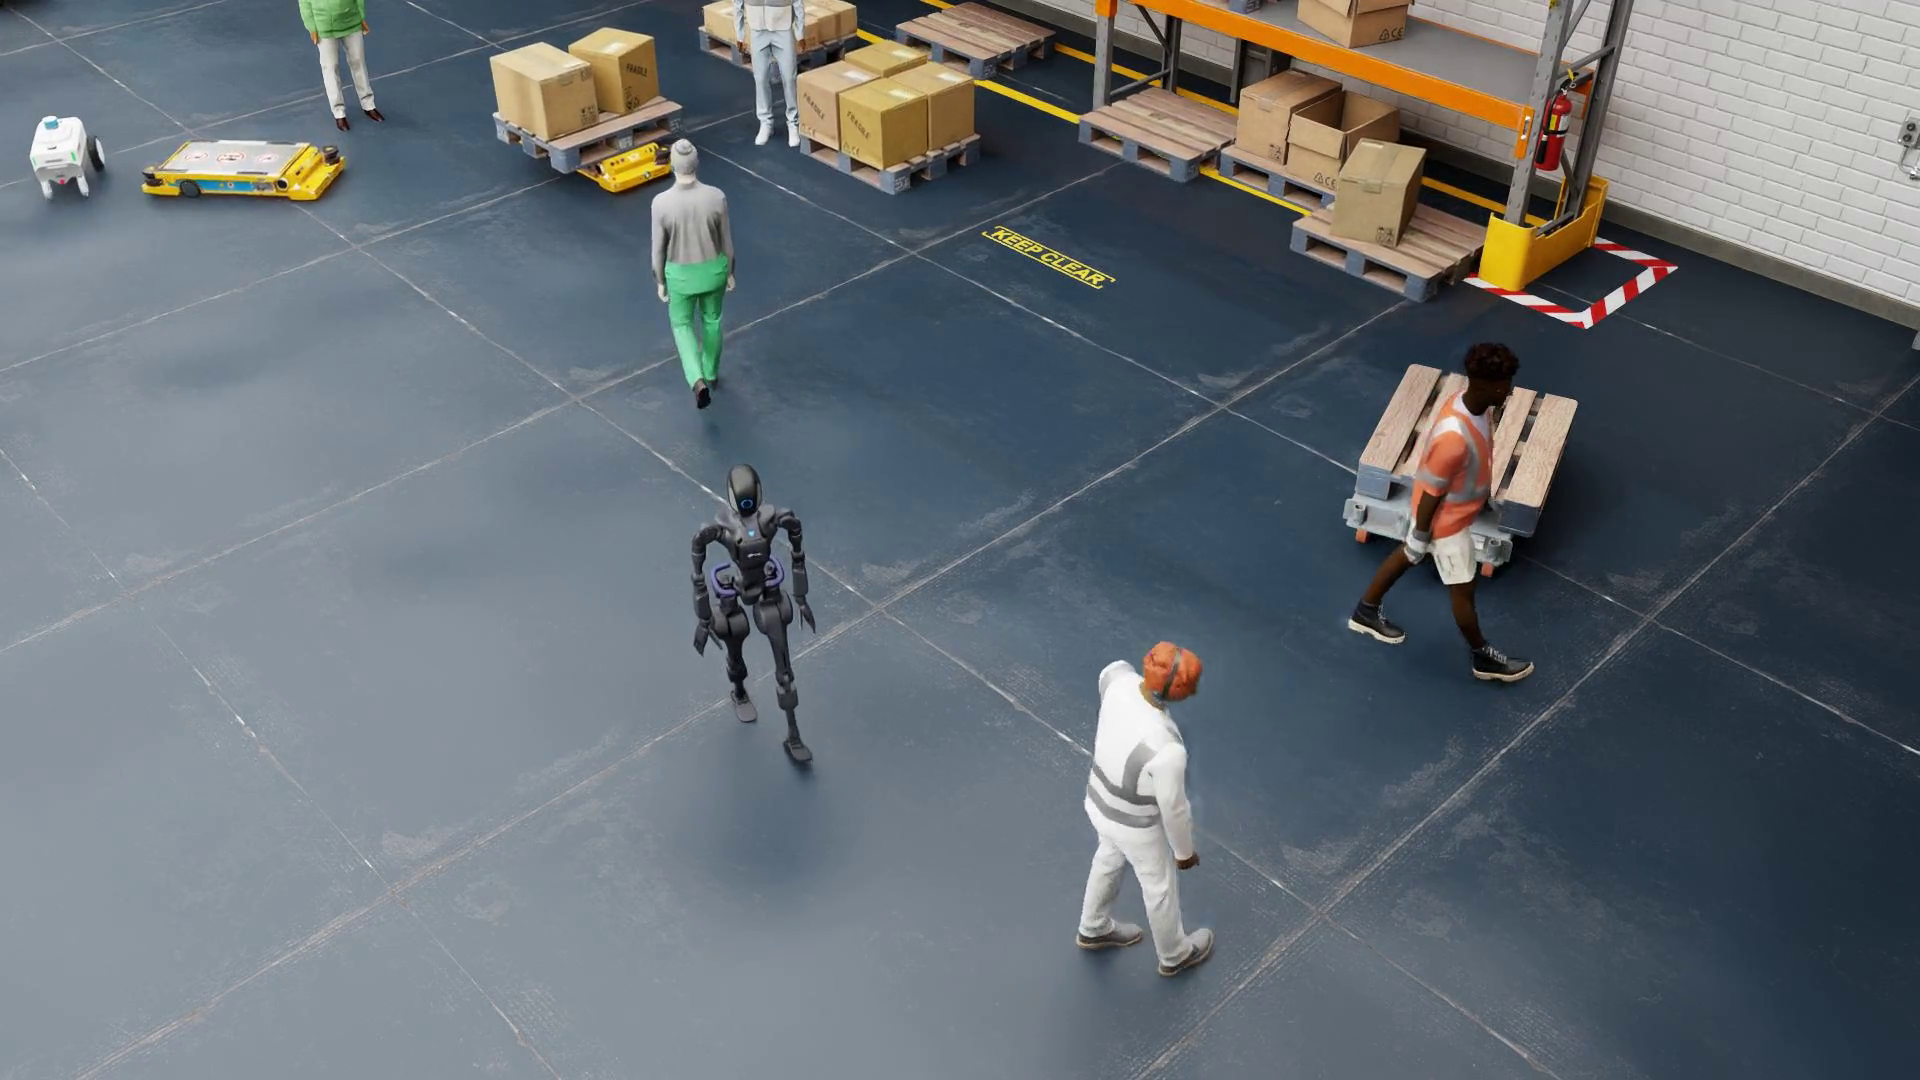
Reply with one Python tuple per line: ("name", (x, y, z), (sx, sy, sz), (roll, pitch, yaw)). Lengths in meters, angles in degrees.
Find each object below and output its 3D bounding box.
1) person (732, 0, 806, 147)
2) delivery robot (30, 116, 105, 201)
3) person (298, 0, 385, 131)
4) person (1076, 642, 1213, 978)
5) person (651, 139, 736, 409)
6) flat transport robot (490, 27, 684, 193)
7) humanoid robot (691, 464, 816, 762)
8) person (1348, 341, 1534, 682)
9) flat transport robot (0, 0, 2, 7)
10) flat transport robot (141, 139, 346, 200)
("person", (-1.570, -4.211, 13.752), (0.598, 1.909, 0.396), (1, 37, 2))
("delivery robot", (-7.265, -3.130, 13.455), (0.499, 0.613, 0.789), (-11, 39, -15))
("person", (-5.285, -4.389, 14.088), (0.540, 1.784, 0.383), (-26, 44, -30))
("person", (0.789, 1.082, 6.786), (0.561, 1.862, 0.584), (-16, 40, -20))
("person", (-1.661, -1.678, 10.467), (0.525, 1.819, 0.673), (-10, 38, -14))
("flat transport robot", (-3.048, -3.284, 13.880), (1.431, 0.231, 0.659), (31, 47, 34))
("humanoid robot", (-0.984, 0.332, 7.941), (0.603, 1.630, 0.701), (-13, 39, -17))
("person", (2.529, -0.156, 8.375), (0.989, 1.908, 0.625), (16, 40, 20))
("flat transport robot", (-9.974, -5.708, 17.090), (0.659, 0.231, 1.431), (7, 38, 10))
("flat transport robot", (-5.816, -3.005, 13.512), (1.431, 0.231, 0.659), (3, 37, 4))
